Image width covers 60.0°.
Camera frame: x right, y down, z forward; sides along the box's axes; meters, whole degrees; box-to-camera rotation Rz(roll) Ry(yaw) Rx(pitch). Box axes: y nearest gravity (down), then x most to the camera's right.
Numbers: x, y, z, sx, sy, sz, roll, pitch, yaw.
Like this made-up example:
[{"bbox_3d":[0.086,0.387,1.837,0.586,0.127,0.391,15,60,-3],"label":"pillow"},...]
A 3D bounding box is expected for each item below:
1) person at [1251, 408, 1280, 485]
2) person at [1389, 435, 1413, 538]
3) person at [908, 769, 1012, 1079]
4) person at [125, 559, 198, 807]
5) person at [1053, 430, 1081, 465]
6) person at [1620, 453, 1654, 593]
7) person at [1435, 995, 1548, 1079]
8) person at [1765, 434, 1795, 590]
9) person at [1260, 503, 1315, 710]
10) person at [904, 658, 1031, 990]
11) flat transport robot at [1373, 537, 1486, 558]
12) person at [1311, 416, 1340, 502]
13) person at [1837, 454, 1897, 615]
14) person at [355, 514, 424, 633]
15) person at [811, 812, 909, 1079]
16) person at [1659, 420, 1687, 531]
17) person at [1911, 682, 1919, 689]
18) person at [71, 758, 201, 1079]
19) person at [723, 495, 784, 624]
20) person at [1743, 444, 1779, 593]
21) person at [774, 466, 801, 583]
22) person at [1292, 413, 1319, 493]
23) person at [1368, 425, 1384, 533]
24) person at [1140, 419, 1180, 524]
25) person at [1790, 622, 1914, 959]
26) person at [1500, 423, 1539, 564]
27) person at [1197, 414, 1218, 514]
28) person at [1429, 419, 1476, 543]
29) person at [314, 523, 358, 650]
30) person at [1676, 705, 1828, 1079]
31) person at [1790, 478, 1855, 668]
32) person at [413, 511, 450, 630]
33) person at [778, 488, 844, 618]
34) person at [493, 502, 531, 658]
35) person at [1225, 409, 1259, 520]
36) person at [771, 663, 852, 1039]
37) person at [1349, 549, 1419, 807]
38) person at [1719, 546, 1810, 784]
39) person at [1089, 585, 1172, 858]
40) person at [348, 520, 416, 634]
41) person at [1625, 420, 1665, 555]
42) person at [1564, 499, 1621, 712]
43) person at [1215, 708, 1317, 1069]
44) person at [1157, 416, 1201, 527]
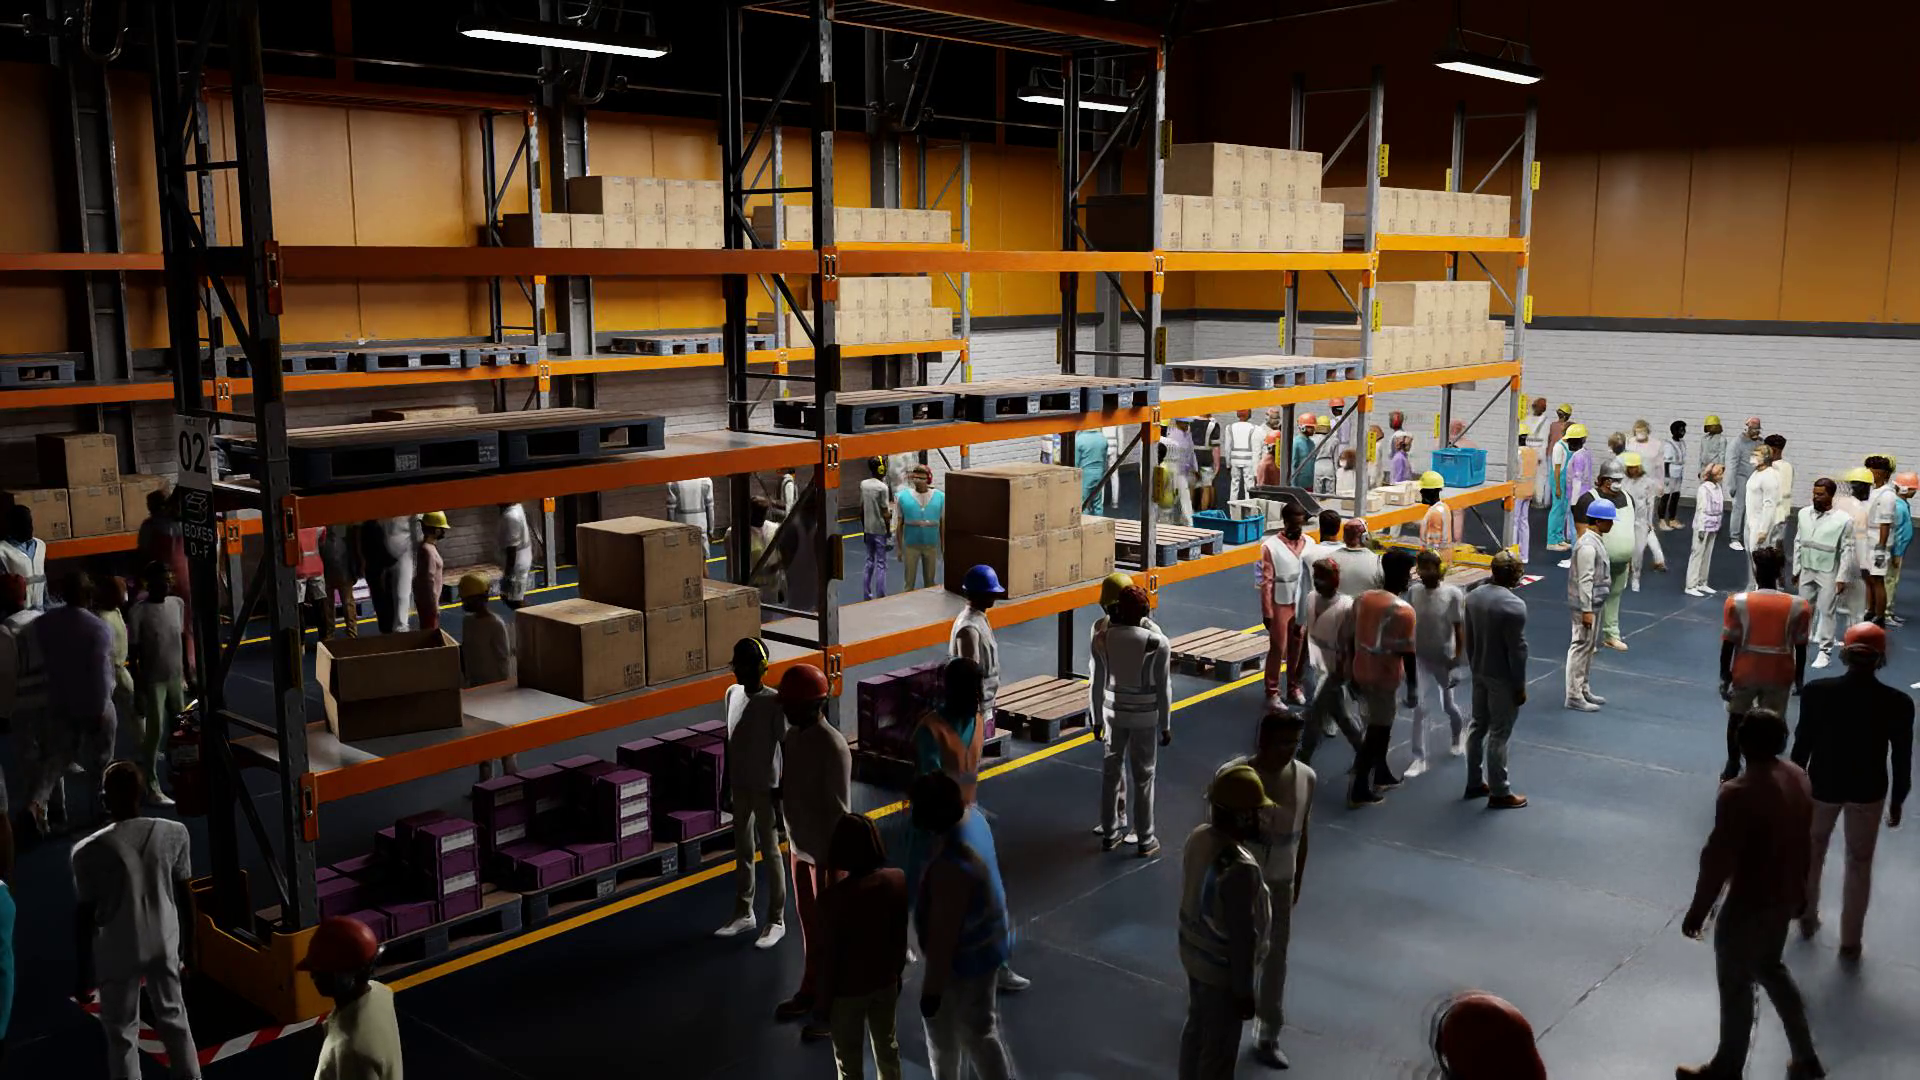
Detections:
[{"bbox_3d":[4.653,-1.038,24.925,0.653,1.897,0.403,-6,11,-33],"label":"person"},{"bbox_3d":[6.236,-0.681,23.575,0.312,1.632,0.526,3,10,16],"label":"person"},{"bbox_3d":[-0.022,1.910,7.600,0.665,1.802,0.649,1,10,3],"label":"person"},{"bbox_3d":[-5.979,1.054,12.525,0.329,1.867,0.572,4,10,22],"label":"person"},{"bbox_3d":[1.666,-1.142,25.111,0.610,2.037,0.398,-8,12,-39],"label":"person"},{"bbox_3d":[8.271,-0.216,20.522,0.505,1.719,0.654,4,10,24],"label":"person"},{"bbox_3d":[1.424,2.249,4.985,0.647,1.991,0.624,8,12,39],"label":"person"},{"bbox_3d":[10.035,-0.330,20.534,0.608,1.955,0.376,-7,12,-37],"label":"person"},{"bbox_3d":[2.967,0.598,15.124,0.601,1.906,0.386,-6,11,-30],"label":"person"},{"bbox_3d":[-0.071,1.576,9.439,1.057,1.861,0.598,8,13,41],"label":"person"},{"bbox_3d":[6.412,0.134,22.758,0.652,0.197,1.431,-9,13,-43],"label":"flat transport robot"},{"bbox_3d":[5.514,-1.023,25.306,0.484,1.737,0.321,-1,10,-7],"label":"person"},{"bbox_3d":[10.518,-0.055,19.128,0.923,1.859,0.604,-3,10,-15],"label":"person"},{"bbox_3d":[-5.957,0.248,17.330,0.658,1.862,0.955,1,10,7],"label":"person"},{"bbox_3d":[-0.447,2.013,7.473,0.500,1.636,0.282,-8,12,-40],"label":"person"},{"bbox_3d":[10.785,-0.972,25.153,0.376,1.685,0.559,9,13,44],"label":"person"},{"bbox_3d":[9.250,0.600,15.587,0.317,1.743,0.488,-2,10,-11],"label":"person"},{"bbox_3d":[-3.762,1.893,7.594,0.357,1.837,0.526,8,13,41],"label":"person"},{"bbox_3d":[-1.953,0.481,16.016,0.627,1.843,0.429,-8,12,-38],"label":"person"},{"bbox_3d":[9.382,-0.163,19.561,0.364,1.939,0.636,2,10,10],"label":"person"},{"bbox_3d":[-2.079,-0.256,21.044,0.649,1.612,0.546,-3,10,-19],"label":"person"},{"bbox_3d":[4.763,-0.779,23.113,0.407,1.987,0.620,8,13,41],"label":"person"},{"bbox_3d":[6.253,-0.926,25.062,0.298,1.625,0.497,2,10,12],"label":"person"},{"bbox_3d":[2.831,-0.821,23.547,0.586,1.920,0.397,5,11,27],"label":"person"},{"bbox_3d":[5.281,1.460,9.879,0.644,1.962,0.740,5,11,29],"label":"person"},{"bbox_3d":[7.493,-0.615,22.339,0.594,1.913,0.399,-7,12,-34],"label":"person"},{"bbox_3d":[3.908,-1.307,26.429,0.387,1.931,0.544,-2,10,-10],"label":"person"},{"bbox_3d":[6.937,-0.772,23.425,0.652,1.869,0.946,3,10,16],"label":"person"},{"bbox_3d":[-6.556,0.290,17.411,0.560,1.752,0.326,2,10,9],"label":"person"},{"bbox_3d":[3.911,1.778,8.075,0.779,1.919,0.527,-7,12,-35],"label":"person"},{"bbox_3d":[8.652,0.323,16.719,0.399,1.920,0.590,-5,11,-27],"label":"person"},{"bbox_3d":[-4.972,0.582,15.695,0.374,1.752,0.522,-3,10,-17],"label":"person"},{"bbox_3d":[-1.427,0.409,15.844,0.676,2.000,0.893,2,10,14],"label":"person"},{"bbox_3d":[-4.549,0.265,17.025,0.485,1.938,0.659,-3,10,-16],"label":"person"},{"bbox_3d":[4.375,-1.162,25.685,0.574,1.886,0.356,5,11,26],"label":"person"},{"bbox_3d":[-0.783,1.619,8.794,0.408,1.986,0.617,-6,11,-32],"label":"person"},{"bbox_3d":[3.232,1.020,12.506,0.785,1.930,0.608,-4,10,-23],"label":"person"},{"bbox_3d":[6.074,0.998,12.603,0.633,1.934,0.791,3,10,20],"label":"person"},{"bbox_3d":[1.166,1.235,11.405,0.579,1.879,0.348,4,10,24],"label":"person"},{"bbox_3d":[-6.039,0.138,17.462,0.679,2.000,0.753,-3,10,-18],"label":"person"},{"bbox_3d":[9.582,-0.774,23.457,0.677,1.879,0.994,3,10,16],"label":"person"},{"bbox_3d":[5.731,0.583,15.118,0.418,1.939,0.608,5,11,29],"label":"person"},{"bbox_3d":[1.532,1.728,8.654,0.593,1.813,0.809,-2,10,-11],"label":"person"},{"bbox_3d":[3.265,-1.016,24.790,0.991,1.905,0.615,6,11,33],"label":"person"}]
